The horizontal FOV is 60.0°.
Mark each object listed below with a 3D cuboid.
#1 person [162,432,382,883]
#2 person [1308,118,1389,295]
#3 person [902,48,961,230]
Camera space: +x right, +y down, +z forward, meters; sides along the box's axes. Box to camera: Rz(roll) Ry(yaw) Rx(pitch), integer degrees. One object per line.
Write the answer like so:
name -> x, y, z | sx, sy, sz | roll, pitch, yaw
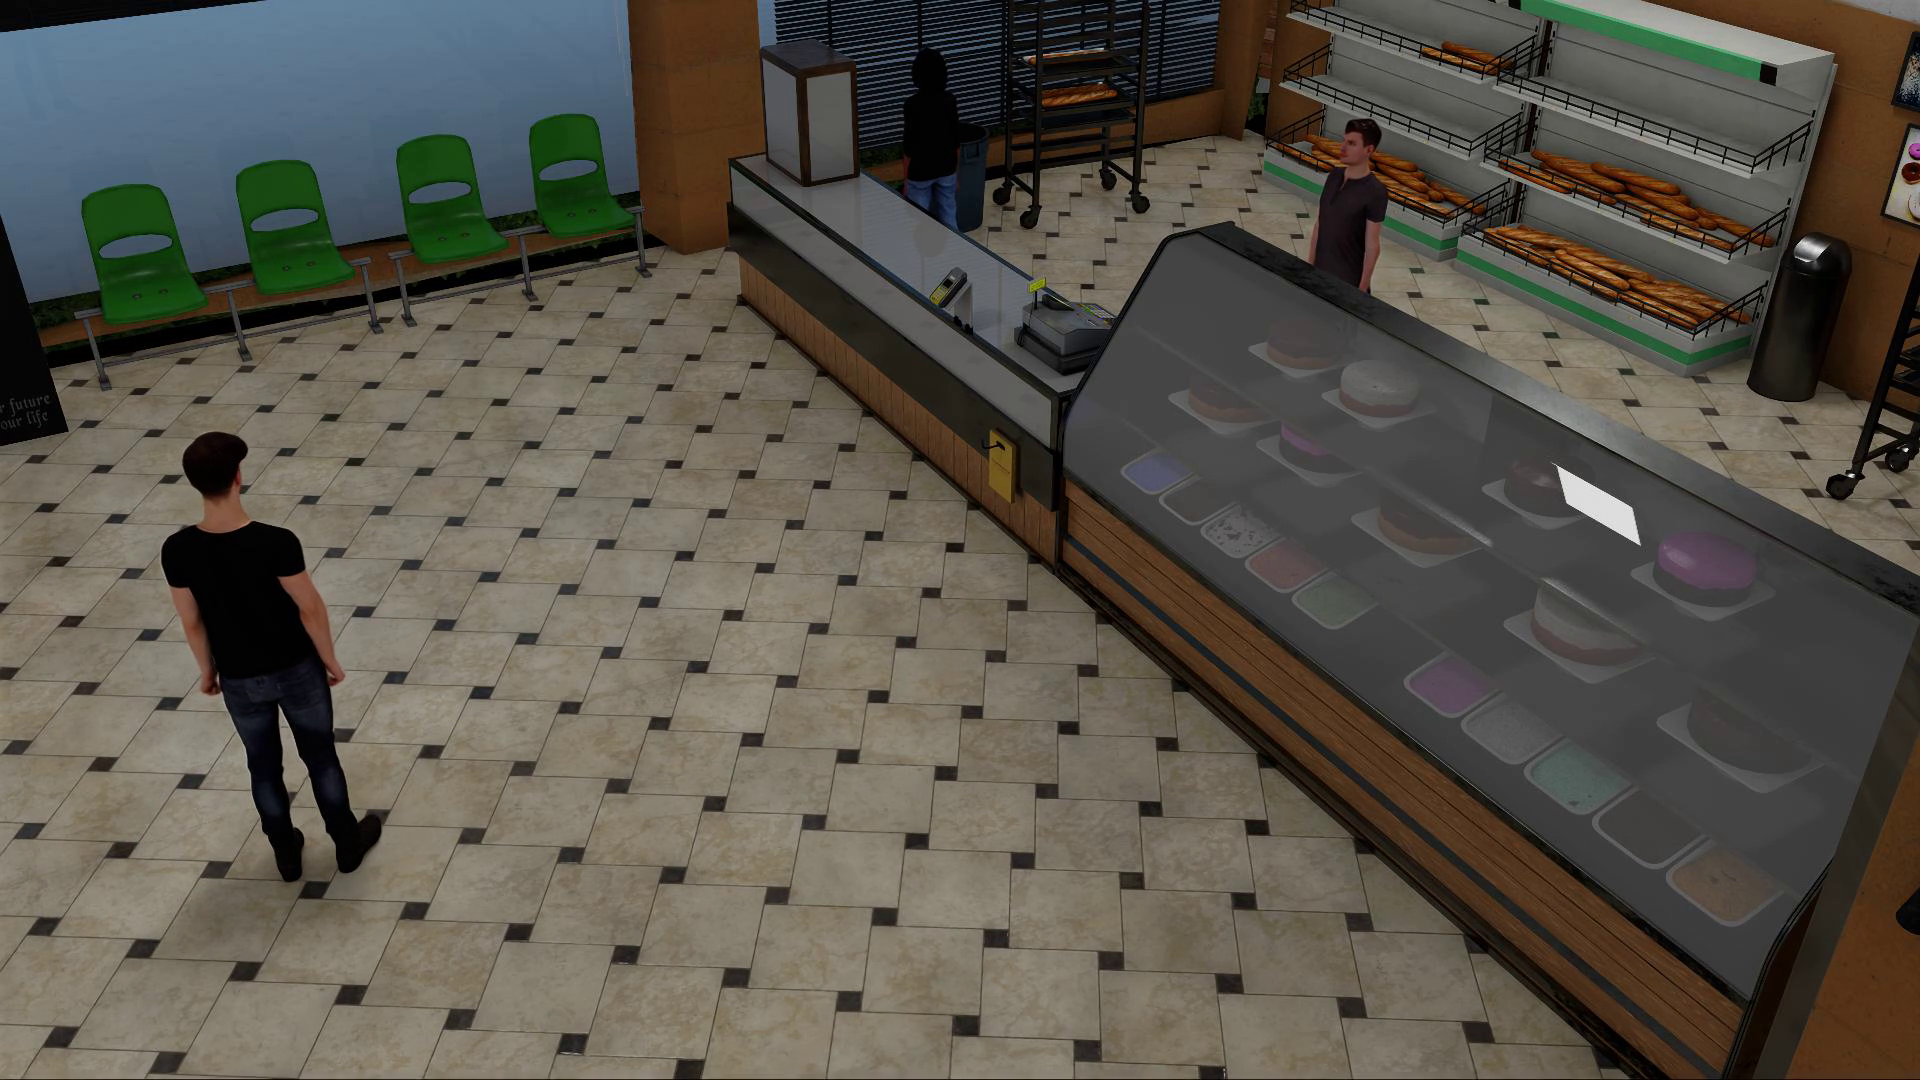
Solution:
person -> -2.575, 0.475, 6.189 | 0.649, 1.894, 0.808 | -5, 32, -8
person -> 2.143, -1.459, 9.336 | 0.524, 1.854, 0.633 | -17, 36, -25
person -> -0.190, -2.396, 10.985 | 0.520, 1.701, 0.661 | -11, 34, -18
